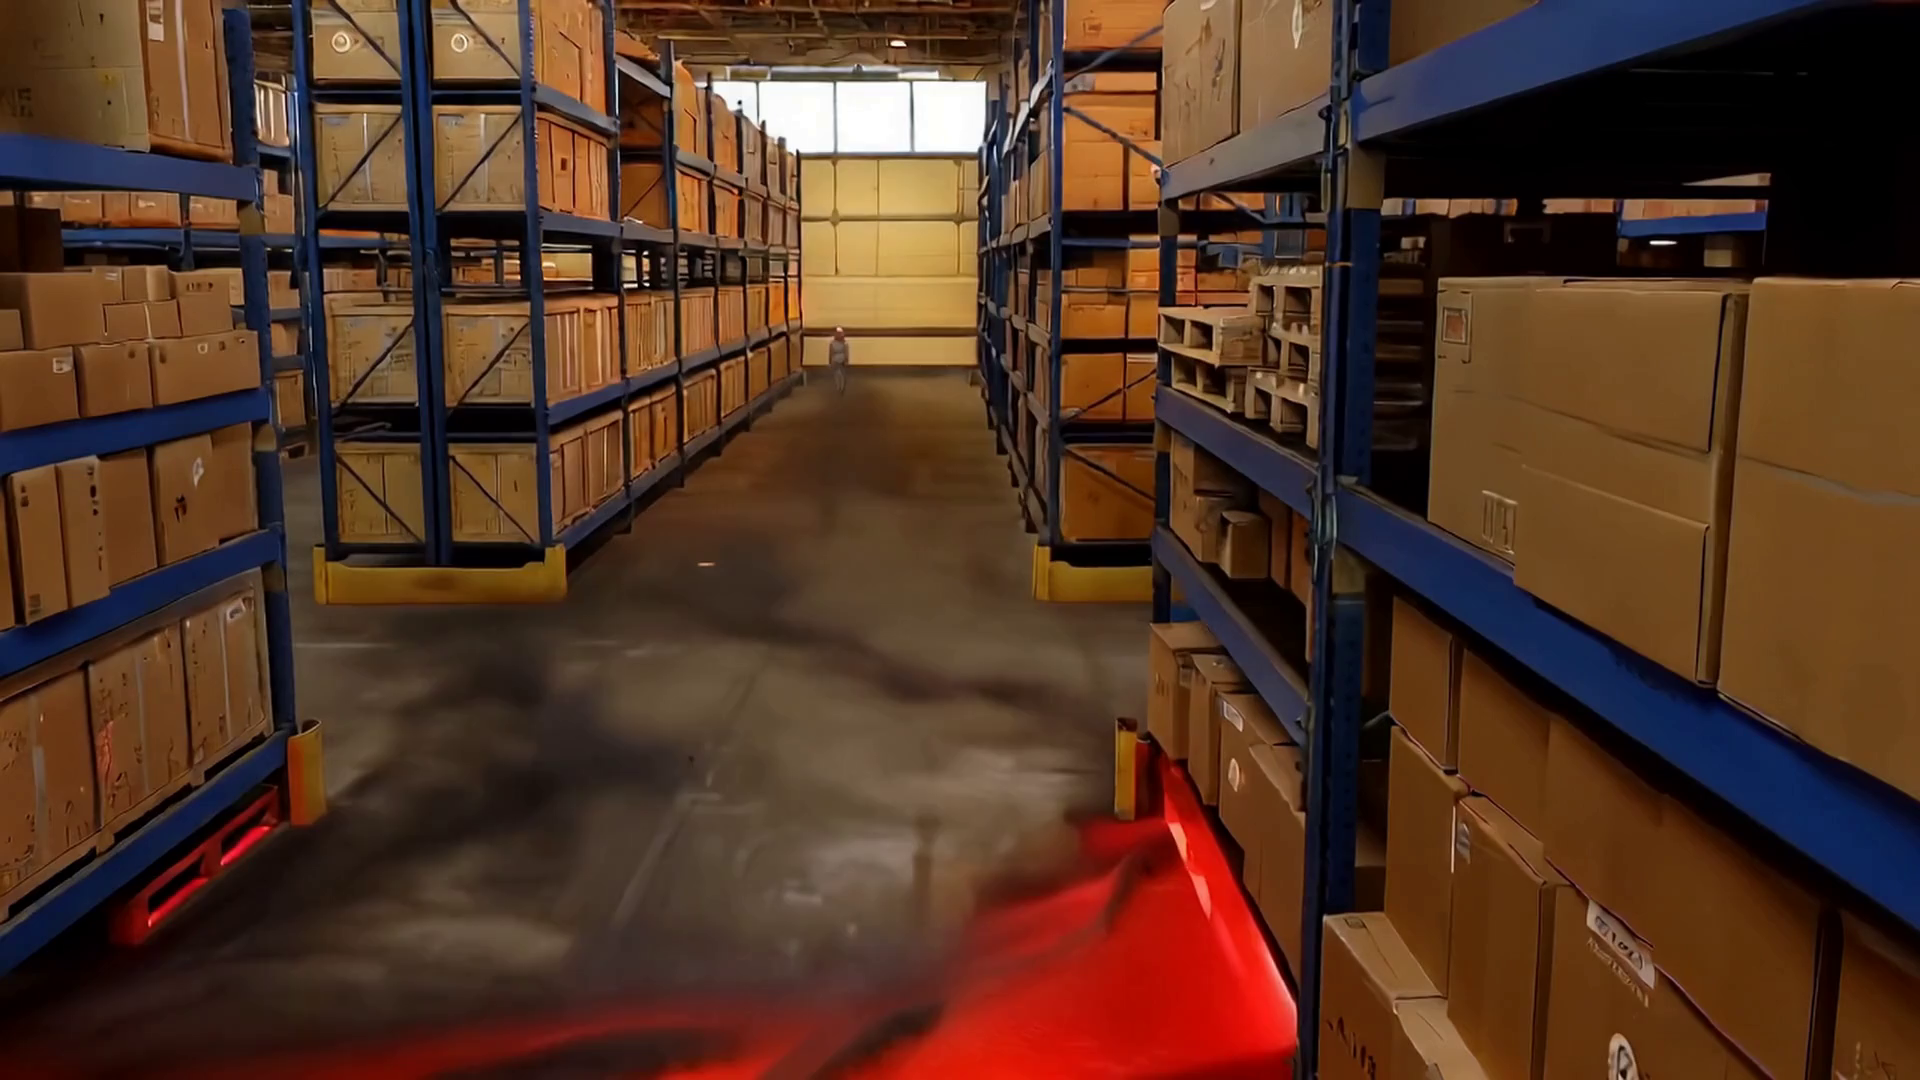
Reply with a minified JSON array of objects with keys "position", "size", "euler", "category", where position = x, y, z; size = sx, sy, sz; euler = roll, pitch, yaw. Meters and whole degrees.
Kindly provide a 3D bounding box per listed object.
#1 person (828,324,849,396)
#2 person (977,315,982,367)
[{"position":[-2.901,-4.311,39.863],"size":[0.494,1.717,0.805],"euler":[-1,9,-6],"category":"person"},{"position":[0.659,-5.116,43.986],"size":[0.466,1.975,0.651],"euler":[-3,10,-16],"category":"person"}]
